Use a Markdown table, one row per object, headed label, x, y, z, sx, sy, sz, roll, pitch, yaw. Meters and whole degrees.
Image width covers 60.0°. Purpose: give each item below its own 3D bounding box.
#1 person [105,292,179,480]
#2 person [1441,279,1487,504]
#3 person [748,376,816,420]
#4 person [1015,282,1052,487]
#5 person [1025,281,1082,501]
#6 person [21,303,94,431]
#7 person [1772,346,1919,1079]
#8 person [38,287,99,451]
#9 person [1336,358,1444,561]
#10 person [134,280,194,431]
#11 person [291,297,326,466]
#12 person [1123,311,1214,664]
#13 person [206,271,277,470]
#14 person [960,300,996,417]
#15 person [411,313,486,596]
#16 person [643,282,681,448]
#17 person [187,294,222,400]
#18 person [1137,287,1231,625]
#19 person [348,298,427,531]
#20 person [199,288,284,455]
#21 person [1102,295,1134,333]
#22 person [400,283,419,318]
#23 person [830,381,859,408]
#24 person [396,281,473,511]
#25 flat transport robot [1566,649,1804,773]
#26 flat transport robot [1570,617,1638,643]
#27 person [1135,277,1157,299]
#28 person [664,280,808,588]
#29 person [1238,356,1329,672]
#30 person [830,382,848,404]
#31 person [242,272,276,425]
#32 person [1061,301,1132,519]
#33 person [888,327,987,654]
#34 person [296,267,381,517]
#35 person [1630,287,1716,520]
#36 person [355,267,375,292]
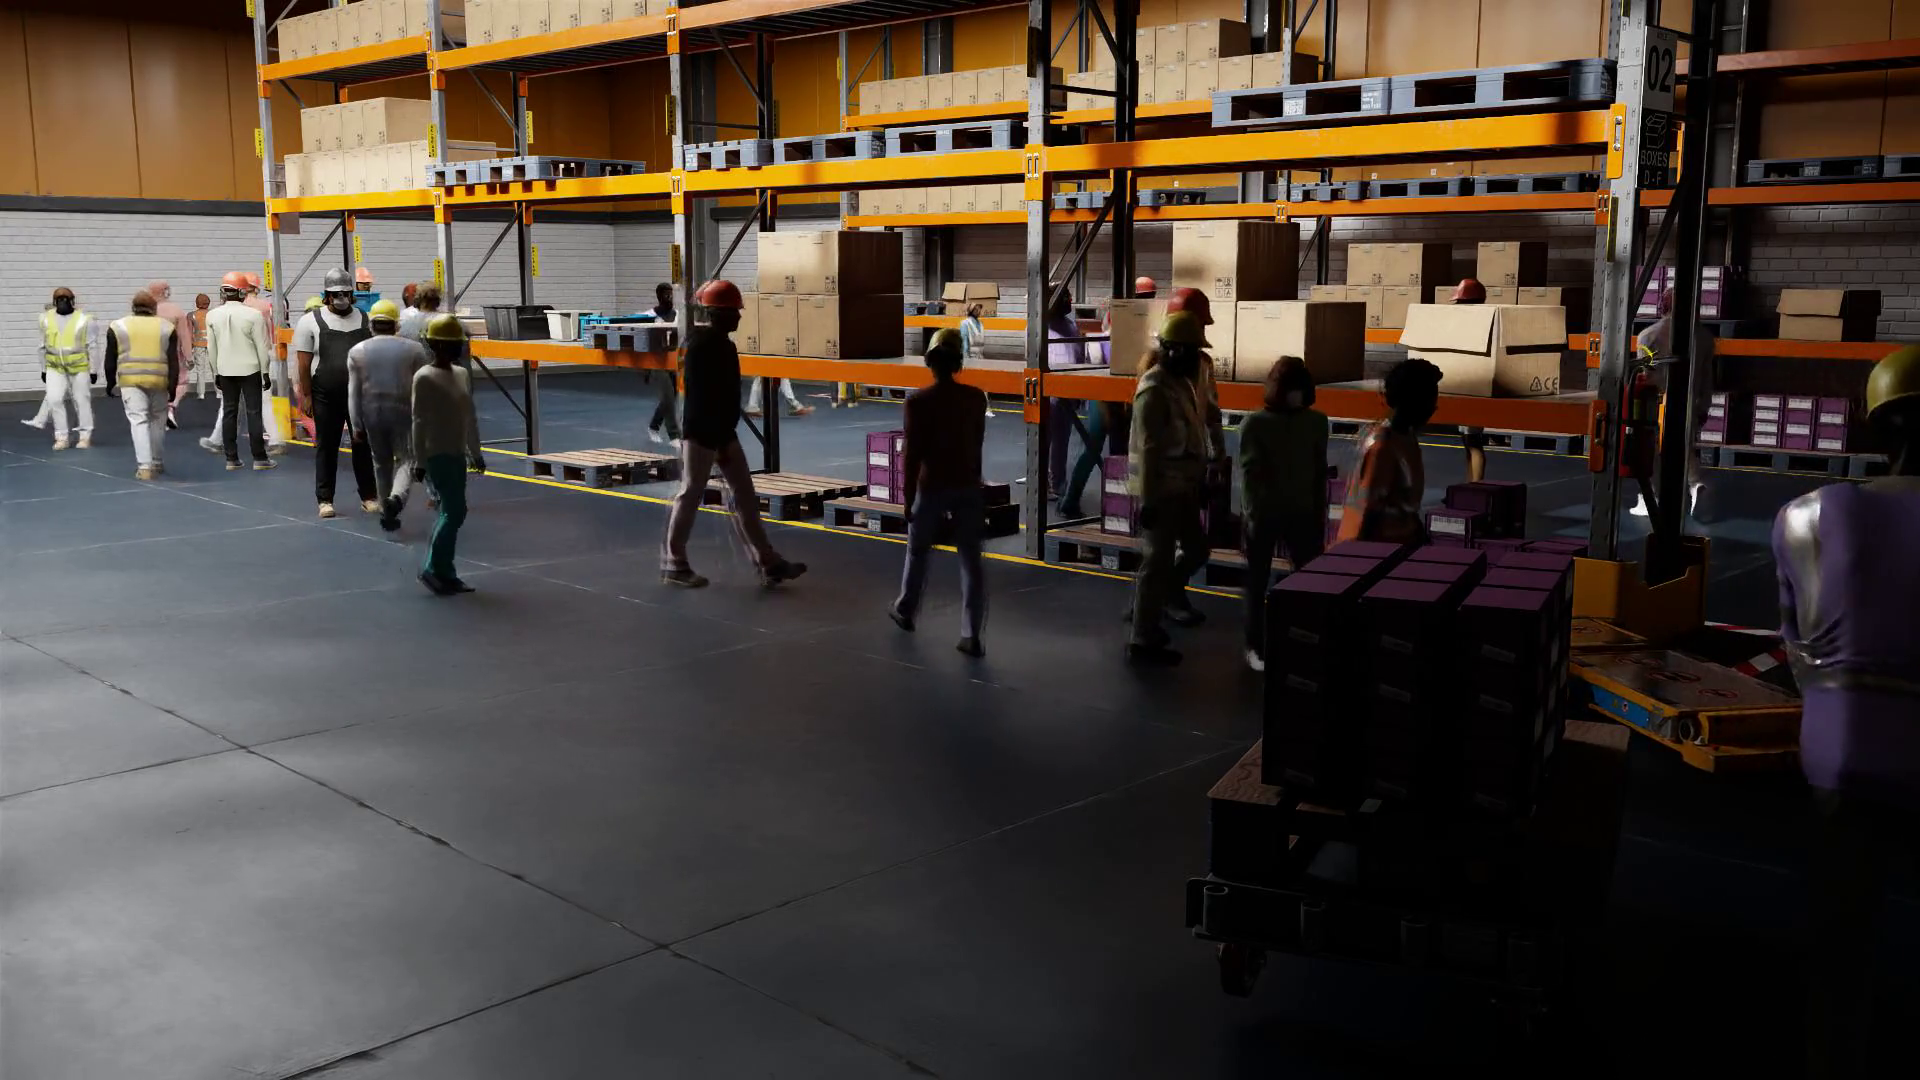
| label | x | y | z | sx | sy | sz | roll | pitch | yaw |
| --- | --- | --- | --- | --- | --- | --- | --- | --- | --- |
| person | -7.980 | -1.513 | 16.254 | 0.640 | 1.779 | 0.953 | -6 | 11 | -31 |
| person | 4.280 | -1.221 | 14.012 | 0.379 | 1.938 | 0.547 | 1 | 9 | 9 |
| person | -2.423 | -2.556 | 22.329 | 0.980 | 1.889 | 0.653 | -1 | 9 | -5 |
| person | 0.758 | -1.445 | 15.416 | 0.363 | 1.928 | 0.587 | -4 | 10 | -23 |
| person | 0.857 | -1.313 | 14.657 | 0.410 | 1.913 | 0.651 | 7 | 12 | 38 |
| person | -11.216 | -2.129 | 20.593 | 0.835 | 1.592 | 0.544 | -4 | 10 | -23 |
| person | 2.116 | 0.502 | 3.721 | 0.614 | 1.844 | 0.975 | 8 | 13 | 42 |
| person | -9.934 | -1.897 | 18.518 | 0.654 | 1.816 | 0.668 | -2 | 9 | -9 |
| person | 1.776 | 0.063 | 7.010 | 0.576 | 1.655 | 0.551 | 5 | 10 | 28 |
| person | -9.842 | -2.260 | 20.541 | 0.708 | 1.888 | 0.493 | 0 | 9 | -1 |
| person | -6.501 | -1.590 | 16.897 | 0.486 | 1.744 | 0.529 | 8 | 13 | 42 |
| person | 1.087 | -0.273 | 8.596 | 0.429 | 1.810 | 0.608 | 3 | 10 | 20 |
| person | -7.245 | -1.697 | 16.755 | 0.612 | 1.995 | 0.377 | 0 | 9 | 3 |
| person | 0.112 | -2.488 | 22.782 | 0.777 | 1.603 | 0.507 | 7 | 12 | 38 |
| person | -3.159 | -0.519 | 10.297 | 0.379 | 1.753 | 0.525 | 2 | 10 | 13 |
| person | -3.390 | -2.017 | 19.087 | 0.605 | 1.884 | 0.941 | -8 | 12 | -40 |
| person | -11.674 | -2.987 | 25.754 | 0.522 | 1.640 | 0.306 | -4 | 10 | -25 |
| person | 1.308 | -0.461 | 9.401 | 0.573 | 1.917 | 0.508 | -8 | 12 | -41 |
| person | -4.323 | -0.924 | 12.610 | 0.611 | 1.799 | 0.762 | -1 | 9 | -7 |
| person | -7.824 | -1.827 | 18.059 | 1.043 | 1.824 | 0.574 | 4 | 10 | 23 |
| person | 1.658 | -1.653 | 16.719 | 0.642 | 1.917 | 0.571 | -6 | 11 | -34 |
| person | -6.473 | -2.171 | 20.146 | 0.734 | 1.857 | 0.625 | 3 | 10 | 16 |
| person | -1.709 | -2.824 | 24.131 | 0.515 | 1.842 | 0.328 | 1 | 9 | 7 |
| person | -4.443 | -1.206 | 13.982 | 0.647 | 1.917 | 0.500 | -6 | 11 | -31 |
| flat transport robot | 3.176 | 0.709 | 7.274 | 0.652 | 0.197 | 1.431 | -1 | 9 | -9 |
| flat transport robot | 2.746 | 0.552 | 8.241 | 1.431 | 0.197 | 0.652 | -2 | 9 | -10 |
| person | 1.999 | -1.863 | 17.959 | 0.377 | 1.932 | 0.552 | 5 | 10 | 26 |
| person | -1.447 | -0.644 | 10.438 | 1.014 | 1.939 | 0.640 | 3 | 10 | 19 |
| person | 1.603 | -0.087 | 8.097 | 0.517 | 1.592 | 0.843 | -2 | 9 | -12 |
| person | -1.856 | -2.964 | 25.036 | 0.624 | 1.828 | 0.446 | -7 | 12 | -38 |
| person | -9.102 | -2.465 | 21.491 | 0.621 | 1.993 | 0.387 | -1 | 9 | -7 |
| person | 1.204 | -1.018 | 13.226 | 0.572 | 1.798 | 0.985 | -9 | 13 | -44 |
| person | -0.106 | -0.277 | 8.935 | 0.530 | 1.701 | 0.963 | -4 | 10 | -24 |
| person | -5.027 | -1.208 | 13.619 | 0.688 | 2.000 | 0.536 | -6 | 11 | -34 |
| person | 5.714 | -1.080 | 13.328 | 0.650 | 1.887 | 0.736 | -1 | 9 | -5 |
| person | -7.556 | -2.433 | 21.121 | 0.395 | 2.042 | 0.611 | 4 | 10 | 23 |
